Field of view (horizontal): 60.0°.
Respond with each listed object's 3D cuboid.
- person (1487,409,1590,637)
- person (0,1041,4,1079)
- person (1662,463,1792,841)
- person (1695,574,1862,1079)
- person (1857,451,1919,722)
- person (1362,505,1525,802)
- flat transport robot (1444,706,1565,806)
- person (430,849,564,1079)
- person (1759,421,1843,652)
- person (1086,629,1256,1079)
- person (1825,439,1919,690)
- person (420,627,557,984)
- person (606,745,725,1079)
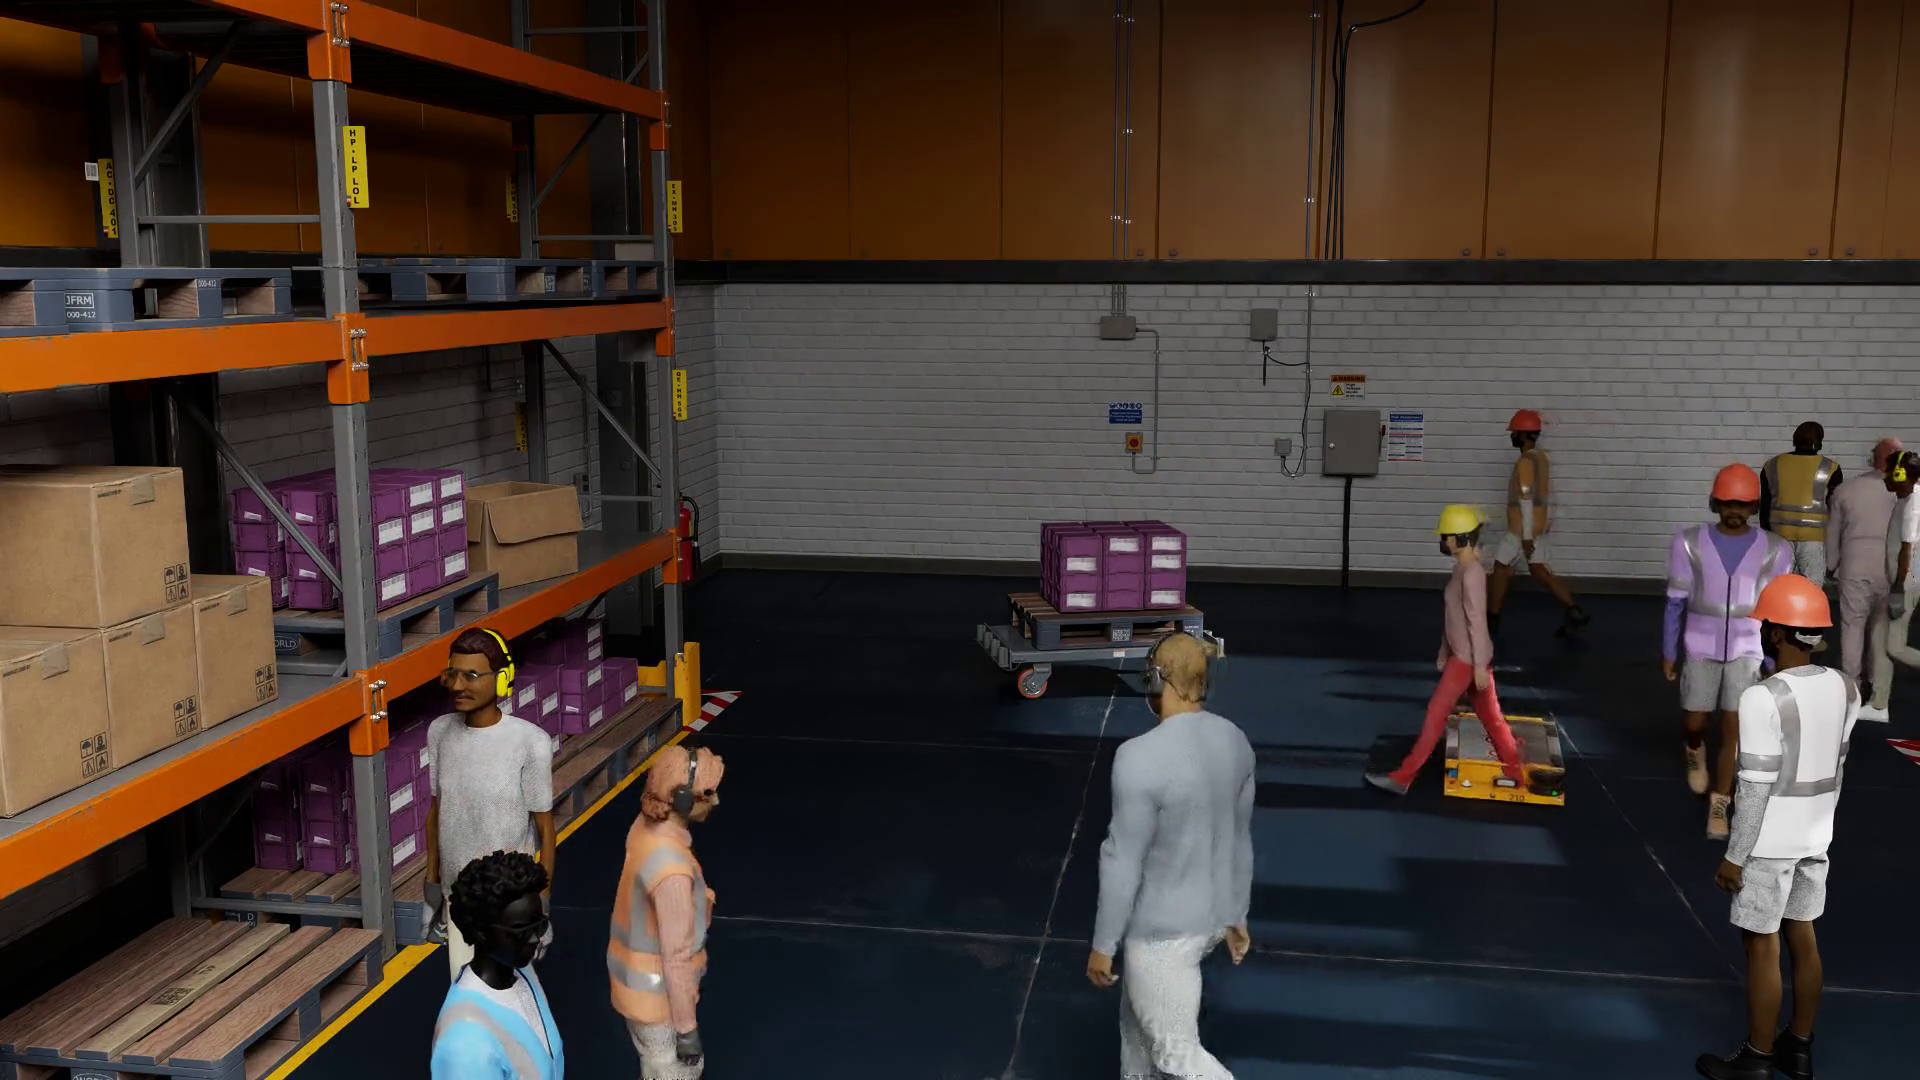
[{"bbox_3d":[4.737,-0.132,13.760,0.951,1.907,0.544,7,11,35],"label":"person"},{"bbox_3d":[-1.673,1.627,2.916,0.651,1.887,1.002,0,9,-3],"label":"person"},{"bbox_3d":[4.164,0.568,9.081,0.609,2.021,0.773,4,10,23],"label":"person"},{"bbox_3d":[3.006,1.084,6.130,0.542,1.938,0.357,-5,10,-28],"label":"person"},{"bbox_3d":[6.348,0.334,11.053,0.701,1.840,0.550,5,10,26],"label":"person"},{"bbox_3d":[2.819,0.655,9.464,0.920,1.704,0.536,3,10,16],"label":"person"},{"bbox_3d":[3.269,1.281,10.037,0.652,0.197,1.431,3,10,16],"label":"flat transport robot"},{"bbox_3d":[-1.093,1.556,3.953,0.322,1.698,0.534,-1,9,-4],"label":"person"},{"bbox_3d":[6.712,-0.027,13.280,0.429,1.844,0.625,-9,13,-44],"label":"person"},{"bbox_3d":[0.757,1.242,5.318,0.907,1.889,0.661,7,12,38],"label":"person"},{"bbox_3d":[6.519,0.202,11.873,0.649,1.851,1.030,5,11,30],"label":"person"},{"bbox_3d":[-1.589,1.207,5.564,0.512,1.877,0.328,3,10,18],"label":"person"},{"bbox_3d":[-0.948,1.405,5.100,0.472,1.617,0.546,-3,10,-16],"label":"person"}]
